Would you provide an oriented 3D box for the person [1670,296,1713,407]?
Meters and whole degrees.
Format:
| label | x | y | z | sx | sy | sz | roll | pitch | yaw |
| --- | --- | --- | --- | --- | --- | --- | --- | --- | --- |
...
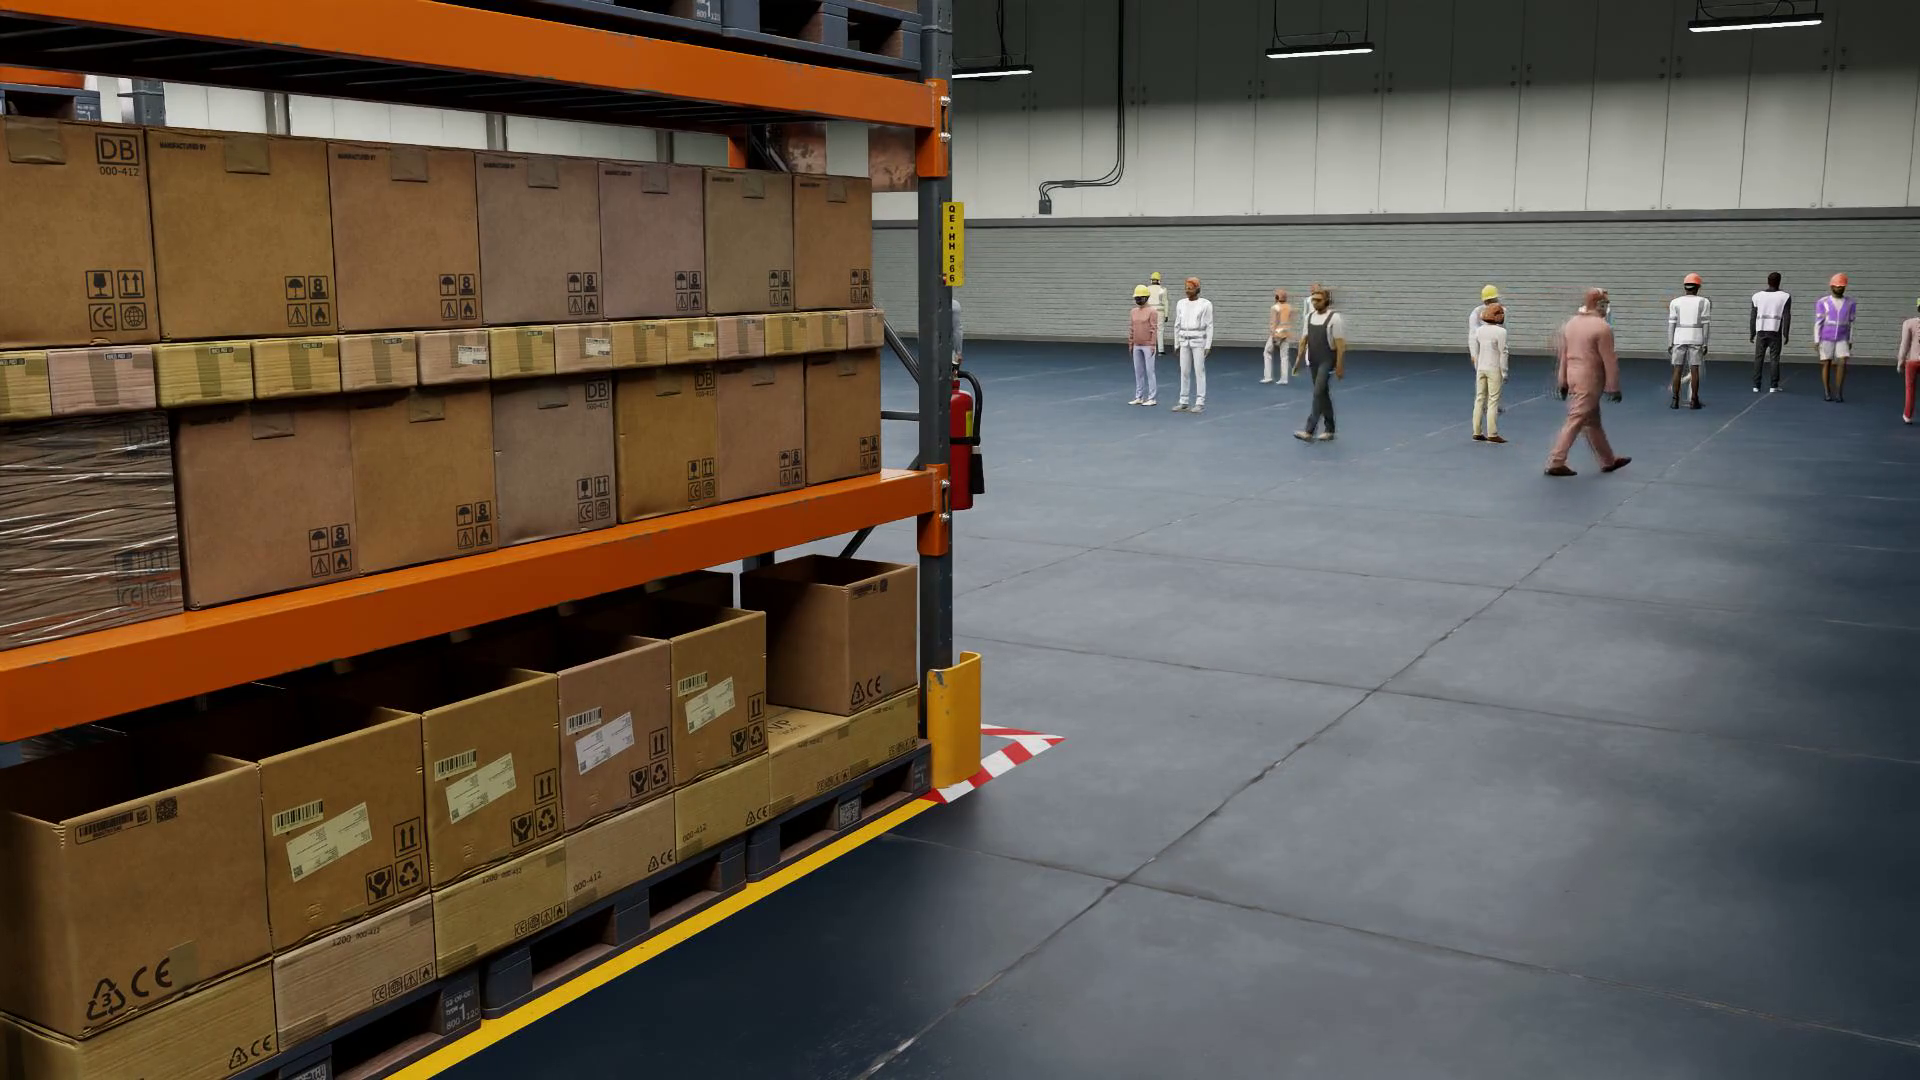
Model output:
| label | x | y | z | sx | sy | sz | roll | pitch | yaw |
| --- | --- | --- | --- | --- | --- | --- | --- | --- | --- |
| person | 10.618 | -2.729 | 24.090 | 0.457 | 1.605 | 0.527 | 4 | 11 | 24 |

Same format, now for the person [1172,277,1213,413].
| label | x | y | z | sx | sy | sz | roll | pitch | yaw |
| --- | --- | --- | --- | --- | --- | --- | --- | --- | --- |
| person | 3.244 | -2.717 | 23.204 | 0.584 | 1.882 | 0.337 | 8 | 12 | 38 |

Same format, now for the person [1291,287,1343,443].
| label | x | y | z | sx | sy | sz | roll | pitch | yaw |
| --- | --- | --- | --- | --- | --- | --- | --- | --- | --- |
| person | 4.145 | -2.039 | 19.452 | 0.905 | 1.802 | 0.522 | -6 | 12 | -33 |

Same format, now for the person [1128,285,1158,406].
| label | x | y | z | sx | sy | sz | roll | pitch | yaw |
| --- | --- | --- | --- | --- | --- | --- | --- | --- | --- |
| person | 2.657 | -2.831 | 24.250 | 0.346 | 1.756 | 0.518 | -9 | 13 | -42 |

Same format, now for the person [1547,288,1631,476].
| label | x | y | z | sx | sy | sz | roll | pitch | yaw |
| --- | --- | --- | --- | --- | --- | --- | --- | --- | --- |
| person | 6.304 | -1.556 | 16.495 | 1.008 | 1.849 | 0.663 | -2 | 10 | -12 |

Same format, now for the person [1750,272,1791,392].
| label | x | y | z | sx | sy | sz | roll | pitch | yaw |
| --- | --- | --- | --- | --- | --- | --- | --- | --- | --- |
| person | 12.987 | -3.330 | 26.692 | 0.590 | 1.918 | 0.389 | 8 | 13 | 39 |

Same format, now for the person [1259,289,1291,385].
| label | x | y | z | sx | sy | sz | roll | pitch | yaw |
| --- | --- | --- | --- | --- | --- | --- | --- | --- | --- |
| person | 5.366 | -3.452 | 28.279 | 0.523 | 1.622 | 0.606 | -7 | 12 | -35 |

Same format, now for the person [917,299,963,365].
| label | x | y | z | sx | sy | sz | roll | pitch | yaw |
| --- | --- | --- | --- | --- | --- | --- | --- | --- | --- |
| person | -0.242 | -2.411 | 21.250 | 0.637 | 1.938 | 0.355 | 6 | 11 | 29 |

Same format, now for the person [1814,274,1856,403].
| label | x | y | z | sx | sy | sz | roll | pitch | yaw |
| --- | --- | --- | --- | --- | --- | --- | --- | --- | --- |
| person | 13.034 | -2.998 | 24.771 | 0.562 | 1.906 | 0.785 | 3 | 10 | 17 |

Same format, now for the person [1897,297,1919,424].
| label | x | y | z | sx | sy | sz | roll | pitch | yaw |
| --- | --- | --- | --- | --- | --- | --- | --- | --- | --- |
| person | 12.262 | -2.272 | 21.172 | 0.542 | 1.694 | 1.021 | 6 | 11 | 29 |

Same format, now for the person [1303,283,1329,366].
| label | x | y | z | sx | sy | sz | roll | pitch | yaw |
| --- | --- | --- | --- | --- | --- | --- | --- | --- | --- |
| person | 7.035 | -4.248 | 32.893 | 0.515 | 1.636 | 0.315 | 6 | 12 | 33 |

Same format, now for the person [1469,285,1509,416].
| label | x | y | z | sx | sy | sz | roll | pitch | yaw |
| --- | --- | --- | --- | --- | --- | --- | --- | --- | --- |
| person | 7.187 | -2.574 | 22.638 | 0.614 | 1.790 | 0.520 | -2 | 10 | -10 |

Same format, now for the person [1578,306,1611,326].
| label | x | y | z | sx | sy | sz | roll | pitch | yaw |
| --- | --- | --- | --- | --- | --- | --- | --- | --- | --- |
| person | 10.135 | -3.180 | 26.637 | 0.522 | 1.636 | 0.310 | 4 | 10 | 21 |

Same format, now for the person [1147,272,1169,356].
| label | x | y | z | sx | sy | sz | roll | pitch | yaw |
| --- | --- | --- | --- | --- | --- | --- | --- | --- | --- |
| person | 4.284 | -4.941 | 36.373 | 0.590 | 1.835 | 0.404 | 4 | 10 | 22 |

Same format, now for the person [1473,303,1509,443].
| label | x | y | z | sx | sy | sz | roll | pitch | yaw |
| --- | --- | --- | --- | --- | --- | --- | --- | --- | --- |
| person | 6.211 | -1.950 | 19.449 | 0.285 | 1.633 | 0.500 | -5 | 11 | -26 |

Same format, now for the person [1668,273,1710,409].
| label | x | y | z | sx | sy | sz | roll | pitch | yaw |
| --- | --- | --- | --- | --- | --- | --- | --- | --- | --- |
| person | 10.377 | -2.822 | 23.696 | 0.543 | 1.928 | 0.374 | 5 | 11 | 29 |
